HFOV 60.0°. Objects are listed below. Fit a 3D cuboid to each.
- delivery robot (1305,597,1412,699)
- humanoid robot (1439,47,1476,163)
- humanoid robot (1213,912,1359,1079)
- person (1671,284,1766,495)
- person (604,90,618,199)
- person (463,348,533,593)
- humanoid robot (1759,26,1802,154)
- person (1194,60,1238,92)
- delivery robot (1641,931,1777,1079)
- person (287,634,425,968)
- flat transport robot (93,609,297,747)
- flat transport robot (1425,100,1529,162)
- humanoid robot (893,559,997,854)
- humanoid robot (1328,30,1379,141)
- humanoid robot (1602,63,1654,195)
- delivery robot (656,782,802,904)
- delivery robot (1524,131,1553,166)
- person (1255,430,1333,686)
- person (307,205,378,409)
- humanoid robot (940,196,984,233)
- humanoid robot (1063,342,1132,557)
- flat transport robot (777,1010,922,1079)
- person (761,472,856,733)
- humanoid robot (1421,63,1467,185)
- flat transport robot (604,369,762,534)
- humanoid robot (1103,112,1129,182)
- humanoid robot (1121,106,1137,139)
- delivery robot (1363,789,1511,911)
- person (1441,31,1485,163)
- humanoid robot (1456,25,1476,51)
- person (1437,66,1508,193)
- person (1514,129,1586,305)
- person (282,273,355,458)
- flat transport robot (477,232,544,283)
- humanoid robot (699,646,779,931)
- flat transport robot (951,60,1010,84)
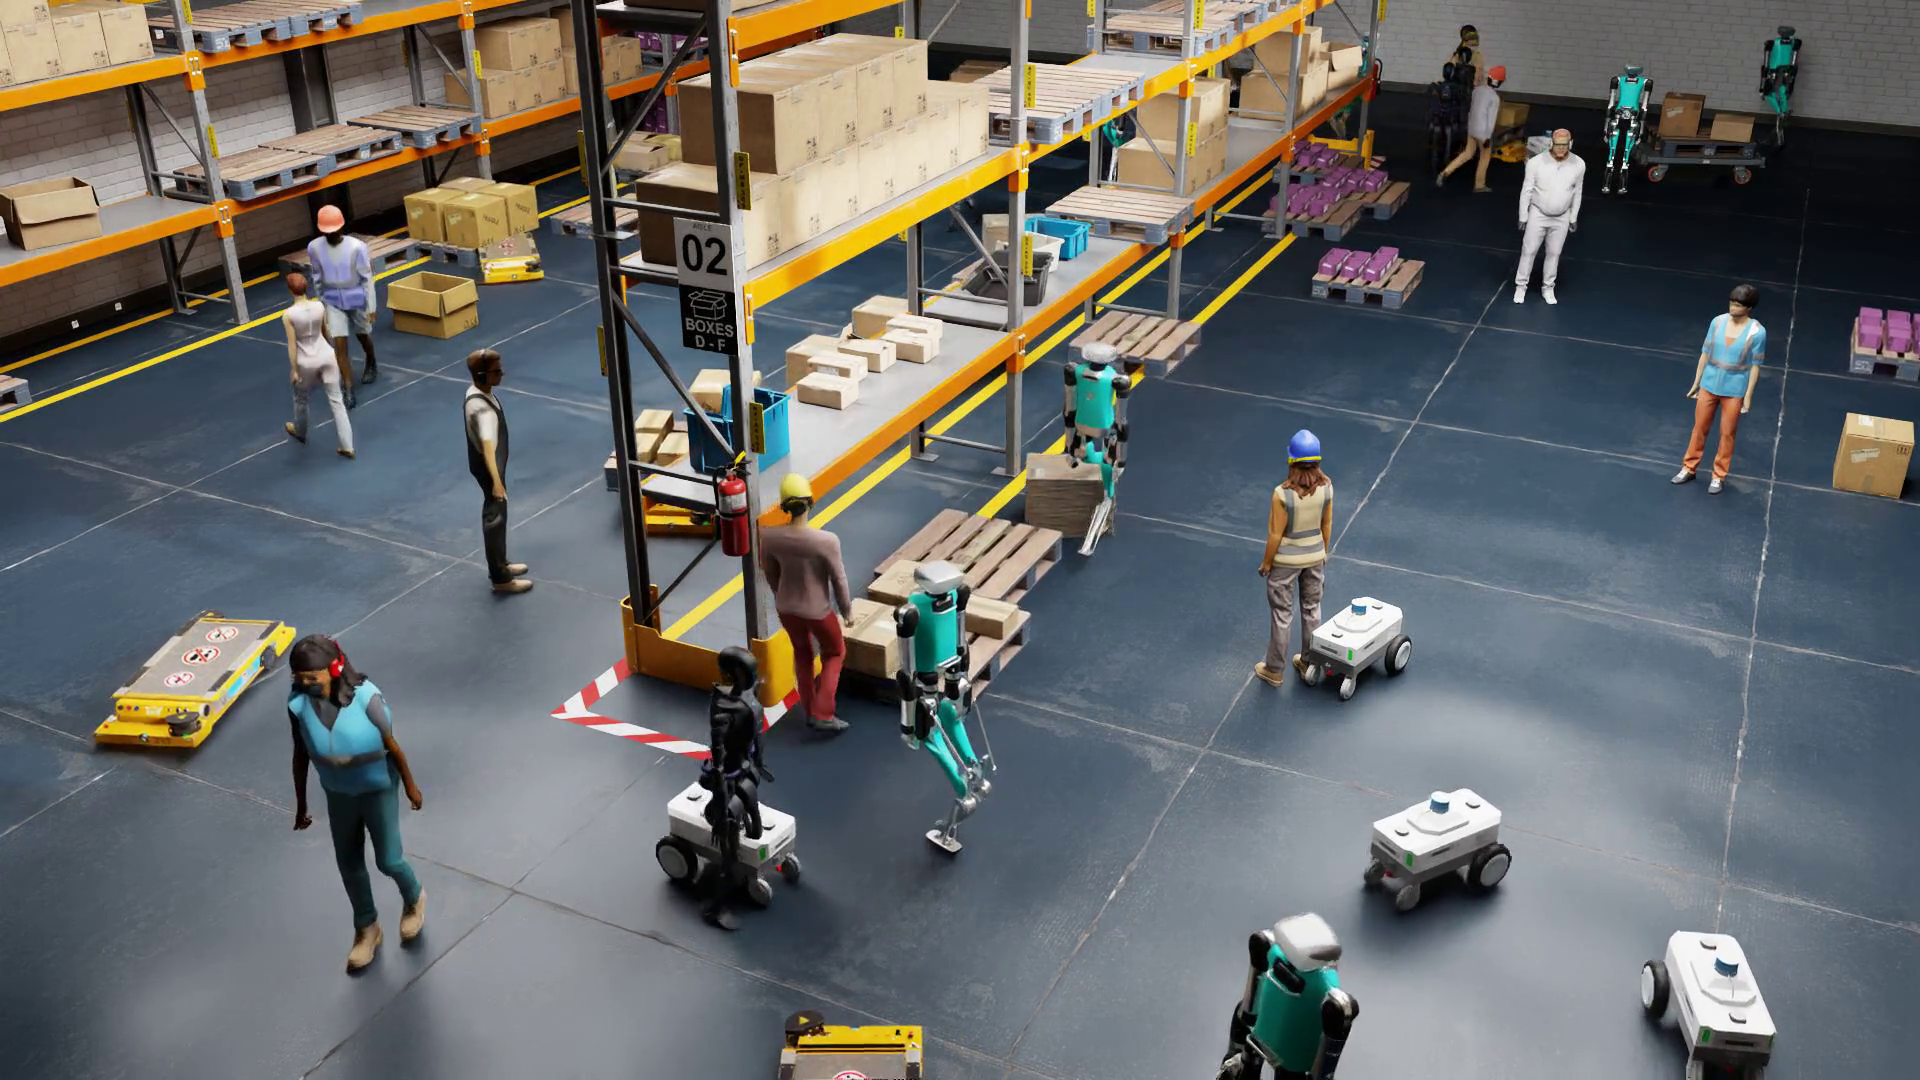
[{"bbox_3d":[2.650,0.671,11.106,0.499,0.599,0.784,22,34,37],"label":"delivery robot"},{"bbox_3d":[7.095,-6.154,23.617,0.595,1.656,0.327,-17,31,-30],"label":"humanoid robot"},{"bbox_3d":[1.055,2.300,6.497,0.897,1.766,0.556,-15,30,-27],"label":"humanoid robot"},{"bbox_3d":[6.235,-1.238,13.592,0.495,1.766,0.322,23,34,38],"label":"person"},{"bbox_3d":[-4.571,-5.099,21.302,0.373,1.842,0.568,-3,26,-5],"label":"person"},{"bbox_3d":[-3.370,-0.500,12.014,0.328,1.842,0.512,-8,27,-16],"label":"person"},{"bbox_3d":[12.140,-6.584,24.437,0.552,1.759,0.971,-1,26,-3],"label":"humanoid robot"},{"bbox_3d":[4.311,-8.551,28.235,0.997,1.882,0.561,14,29,26],"label":"person"},{"bbox_3d":[3.620,2.225,7.981,0.499,0.613,0.807,4,27,7],"label":"delivery robot"},{"bbox_3d":[-3.032,1.288,8.392,0.600,1.856,0.582,2,26,5],"label":"person"},{"bbox_3d":[-5.015,0.896,10.967,0.659,0.231,1.431,2,26,5],"label":"flat transport robot"},{"bbox_3d":[7.666,-5.817,24.528,1.431,0.231,0.659,21,33,36],"label":"flat transport robot"},{"bbox_3d":[0.004,0.997,9.105,0.668,1.800,0.549,21,33,36],"label":"humanoid robot"},{"bbox_3d":[5.705,-6.552,24.422,0.697,1.848,0.536,14,29,26],"label":"humanoid robot"},{"bbox_3d":[8.675,-5.346,21.776,0.533,1.674,0.735,12,29,22],"label":"humanoid robot"},{"bbox_3d":[-1.270,1.627,9.182,0.807,0.606,0.499,15,30,28],"label":"delivery robot"},{"bbox_3d":[8.295,-5.468,23.502,0.499,0.595,0.783,-2,26,-5],"label":"delivery robot"},{"bbox_3d":[2.182,0.123,10.827,0.469,1.778,0.311,-8,27,-16],"label":"person"},{"bbox_3d":[-5.716,-2.245,15.509,0.561,1.878,0.980,-4,27,-8],"label":"person"},{"bbox_3d":[0.032,-4.672,20.687,0.788,1.634,0.600,-19,32,-33],"label":"humanoid robot"},{"bbox_3d":[1.099,-0.715,12.558,0.555,1.728,0.987,16,30,28],"label":"humanoid robot"},{"bbox_3d":[-0.501,2.664,7.397,0.659,0.231,1.431,0,26,-1],"label":"flat transport robot"},{"bbox_3d":[-0.935,0.406,10.287,0.588,1.746,0.385,11,28,21],"label":"person"},{"bbox_3d":[6.612,-5.687,22.688,0.591,1.632,0.480,10,28,19],"label":"humanoid robot"},{"bbox_3d":[-2.207,-0.443,13.672,0.659,0.231,1.431,2,26,4],"label":"flat transport robot"},{"bbox_3d":[2.183,-5.634,22.628,0.782,1.890,0.546,-21,33,-36],"label":"humanoid robot"},{"bbox_3d":[2.589,-6.878,25.104,0.579,1.640,0.609,2,26,3],"label":"humanoid robot"},{"bbox_3d":[2.617,1.654,9.126,0.801,0.606,0.499,-14,30,-26],"label":"delivery robot"},{"bbox_3d":[7.218,-6.432,24.009,0.569,1.842,0.765,-10,28,-20],"label":"person"},{"bbox_3d":[7.638,-6.998,25.332,0.321,1.654,0.595,2,26,5],"label":"humanoid robot"},{"bbox_3d":[6.882,-5.459,22.181,0.711,1.711,0.593,-8,27,-15],"label":"person"},{"bbox_3d":[6.365,-3.484,17.972,0.650,1.905,0.406,2,26,4],"label":"person"},{"bbox_3d":[-5.616,-1.519,14.328,0.886,1.611,0.452,23,34,38],"label":"person"},{"bbox_3d":[-5.293,-3.315,19.475,0.659,0.231,1.431,-9,28,-17],"label":"flat transport robot"},{"bbox_3d":[-1.188,1.261,8.647,0.400,1.639,0.614,7,27,13],"label":"humanoid robot"},{"bbox_3d":[0.386,-6.576,26.060,1.431,0.231,0.659,7,27,13],"label":"flat transport robot"}]
